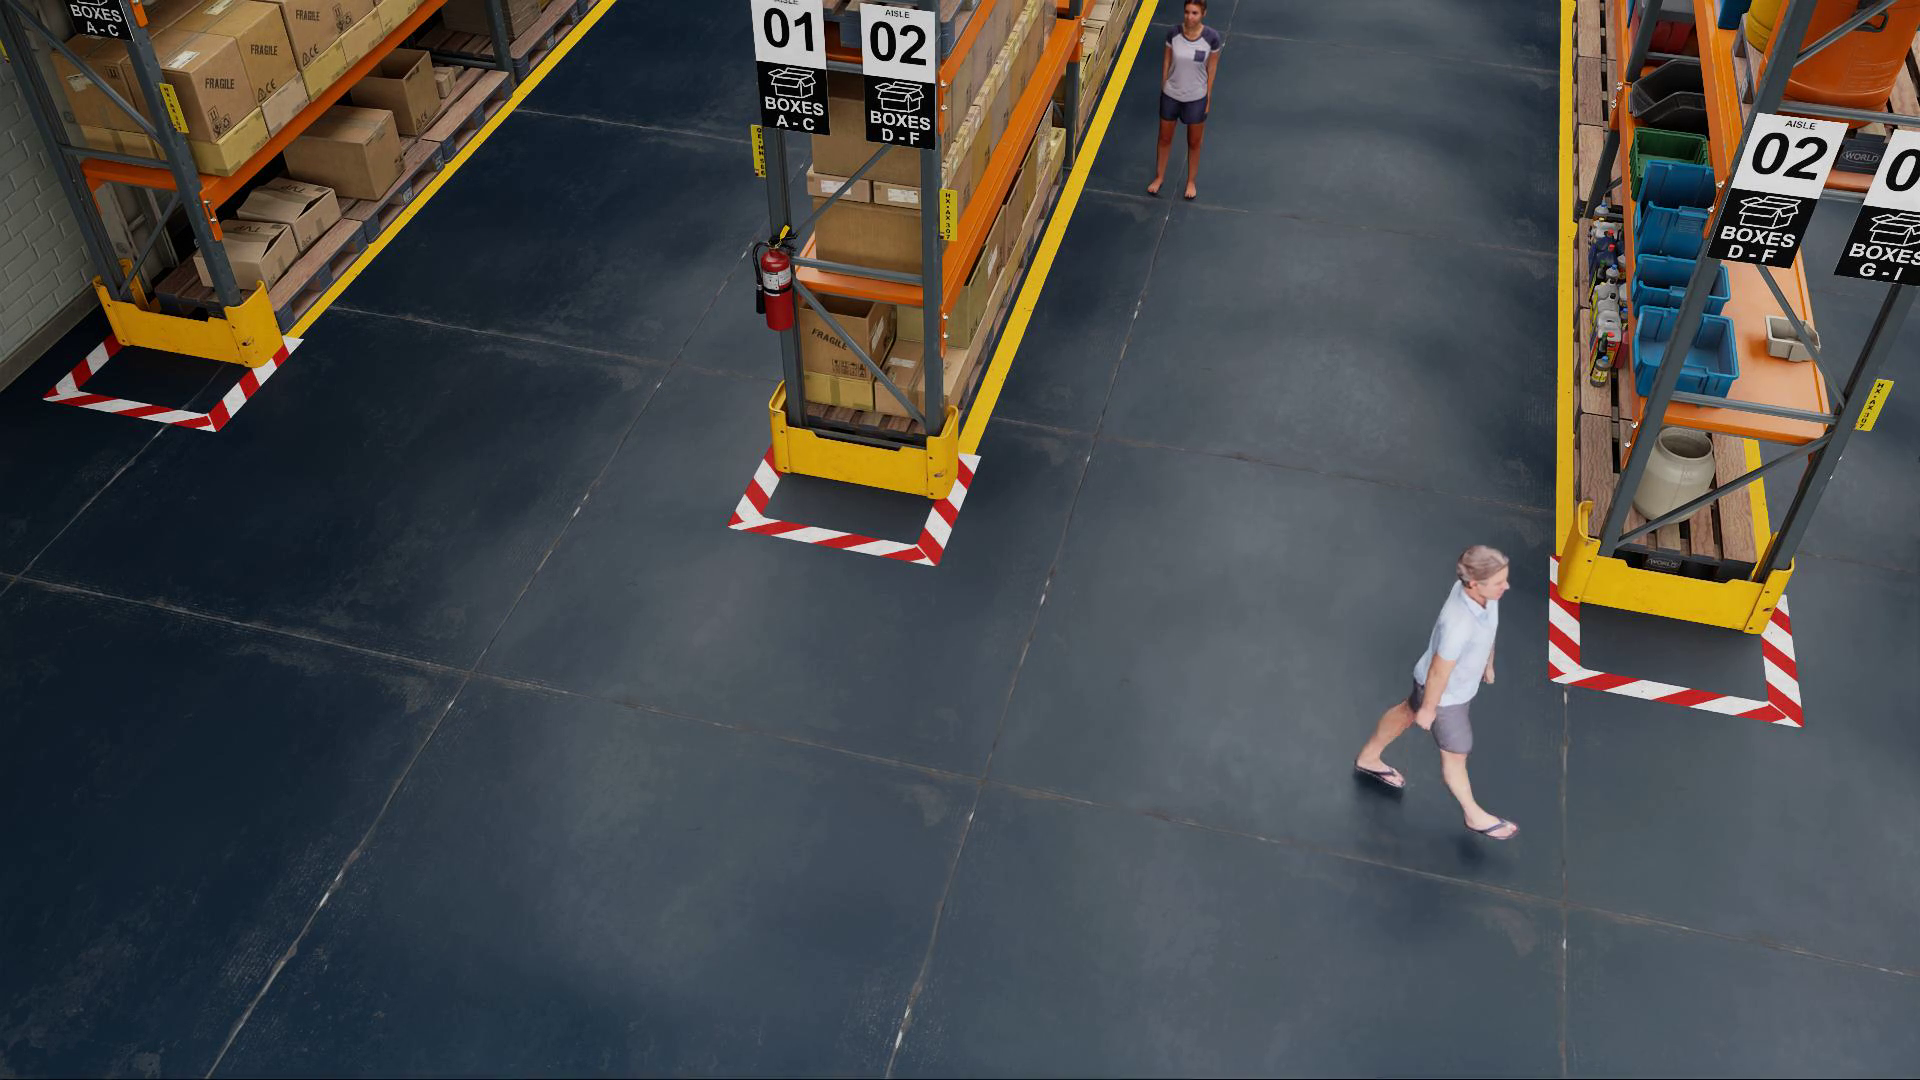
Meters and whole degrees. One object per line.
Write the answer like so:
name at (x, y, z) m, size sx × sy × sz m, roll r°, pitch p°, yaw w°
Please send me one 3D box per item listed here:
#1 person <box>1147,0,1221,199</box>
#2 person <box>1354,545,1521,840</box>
person at (1.717, -3.392, 12.684) m, size 0.573 × 1.625 × 0.525 m, roll 11°, pitch 44°, yaw 11°
person at (2.312, 0.678, 8.207) m, size 0.946 × 1.786 × 1.148 m, roll 21°, pitch 47°, yaw 21°
